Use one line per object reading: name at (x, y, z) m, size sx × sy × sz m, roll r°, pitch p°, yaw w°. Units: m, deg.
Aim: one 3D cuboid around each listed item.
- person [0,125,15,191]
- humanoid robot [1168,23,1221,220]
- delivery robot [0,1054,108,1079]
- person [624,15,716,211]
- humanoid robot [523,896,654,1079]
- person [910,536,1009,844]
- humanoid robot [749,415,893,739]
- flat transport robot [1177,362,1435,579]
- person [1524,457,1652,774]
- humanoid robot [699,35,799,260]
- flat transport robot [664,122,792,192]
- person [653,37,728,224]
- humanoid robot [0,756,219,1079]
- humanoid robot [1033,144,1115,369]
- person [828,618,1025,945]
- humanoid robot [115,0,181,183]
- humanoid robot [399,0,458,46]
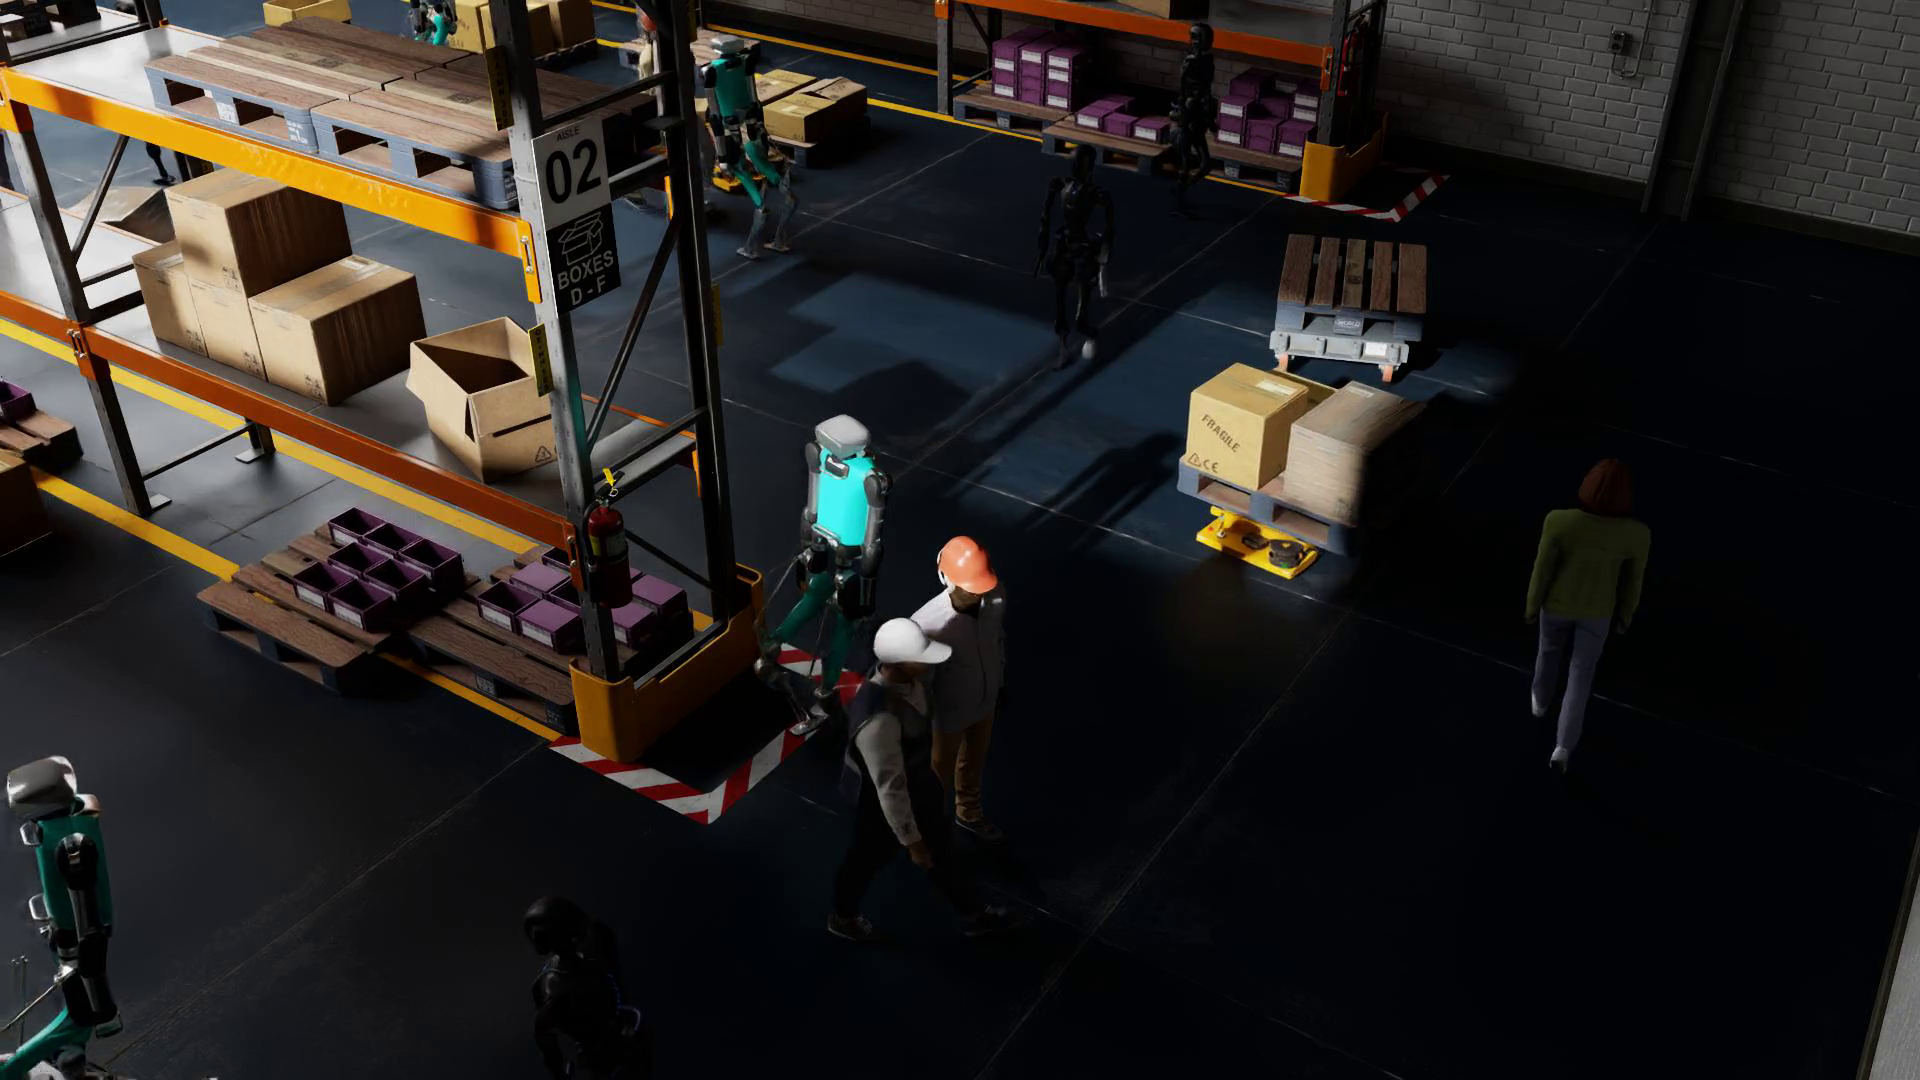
person at (-7.888, -3.452, 13.639) m, size 0.498 × 1.949 × 0.426 m, roll -7°, pitch 34°, yaw -11°
humanoid robot at (1.933, -3.517, 13.983) m, size 0.388 × 1.644 × 0.600 m, roll 21°, pitch 38°, yaw 28°
delivery robot at (-3.649, 2.168, 6.296) m, size 0.786 × 0.614 × 0.523 m, roll -2°, pitch 33°, yaw -3°
person at (-2.564, -3.633, 14.144) m, size 0.795 × 1.722 × 0.567 m, roll 3°, pitch 33°, yaw 5°
humanoid robot at (-1.252, 1.845, 5.754) m, size 0.549 × 1.634 × 0.589 m, roll 6°, pitch 34°, yaw 9°
person at (0.022, 0.722, 7.401) m, size 0.572 × 1.748 × 0.341 m, roll -28°, pitch 42°, yaw -36°
humanoid robot at (-0.725, 0.336, 8.086) m, size 0.793 × 1.859 × 0.533 m, roll -29°, pitch 43°, yaw -36°
flat transport robot at (2.127, -0.236, 10.236) m, size 0.659 × 0.231 × 1.431 m, roll 25°, pitch 40°, yaw 33°
person at (3.010, 0.364, 8.089) m, size 0.507 × 1.605 × 0.757 m, roll 12°, pitch 35°, yaw 17°
humanoid robot at (-1.625, -3.086, 13.261) m, size 0.776 × 1.749 × 0.532 m, roll 24°, pitch 40°, yaw 32°
flat transport robot at (-2.209, -3.561, 15.347) m, size 0.659 × 0.231 × 1.431 m, roll -22°, pitch 39°, yaw -30°
person at (-2.222, -3.557, 13.825) m, size 0.609 × 1.921 × 0.668 m, roll -14°, pitch 36°, yaw -21°
humanoid robot at (-3.318, 1.621, 6.040) m, size 0.947 × 1.752 × 0.573 m, roll -21°, pitch 38°, yaw -29°
humanoid robot at (0.815, -1.982, 11.626) m, size 0.598 × 1.646 × 0.443 m, roll 18°, pitch 37°, yaw 25°
person at (-0.192, 1.060, 6.920) m, size 0.881 × 1.715 × 0.728 m, roll 10°, pitch 34°, yaw 15°
humanoid robot at (-7.079, -3.923, 14.616) m, size 0.448 × 1.638 × 0.612 m, roll 16°, pitch 37°, yaw 24°
humanoid robot at (-5.351, -5.143, 16.520) m, size 0.820 × 1.876 × 0.550 m, roll 20°, pitch 38°, yaw 28°
